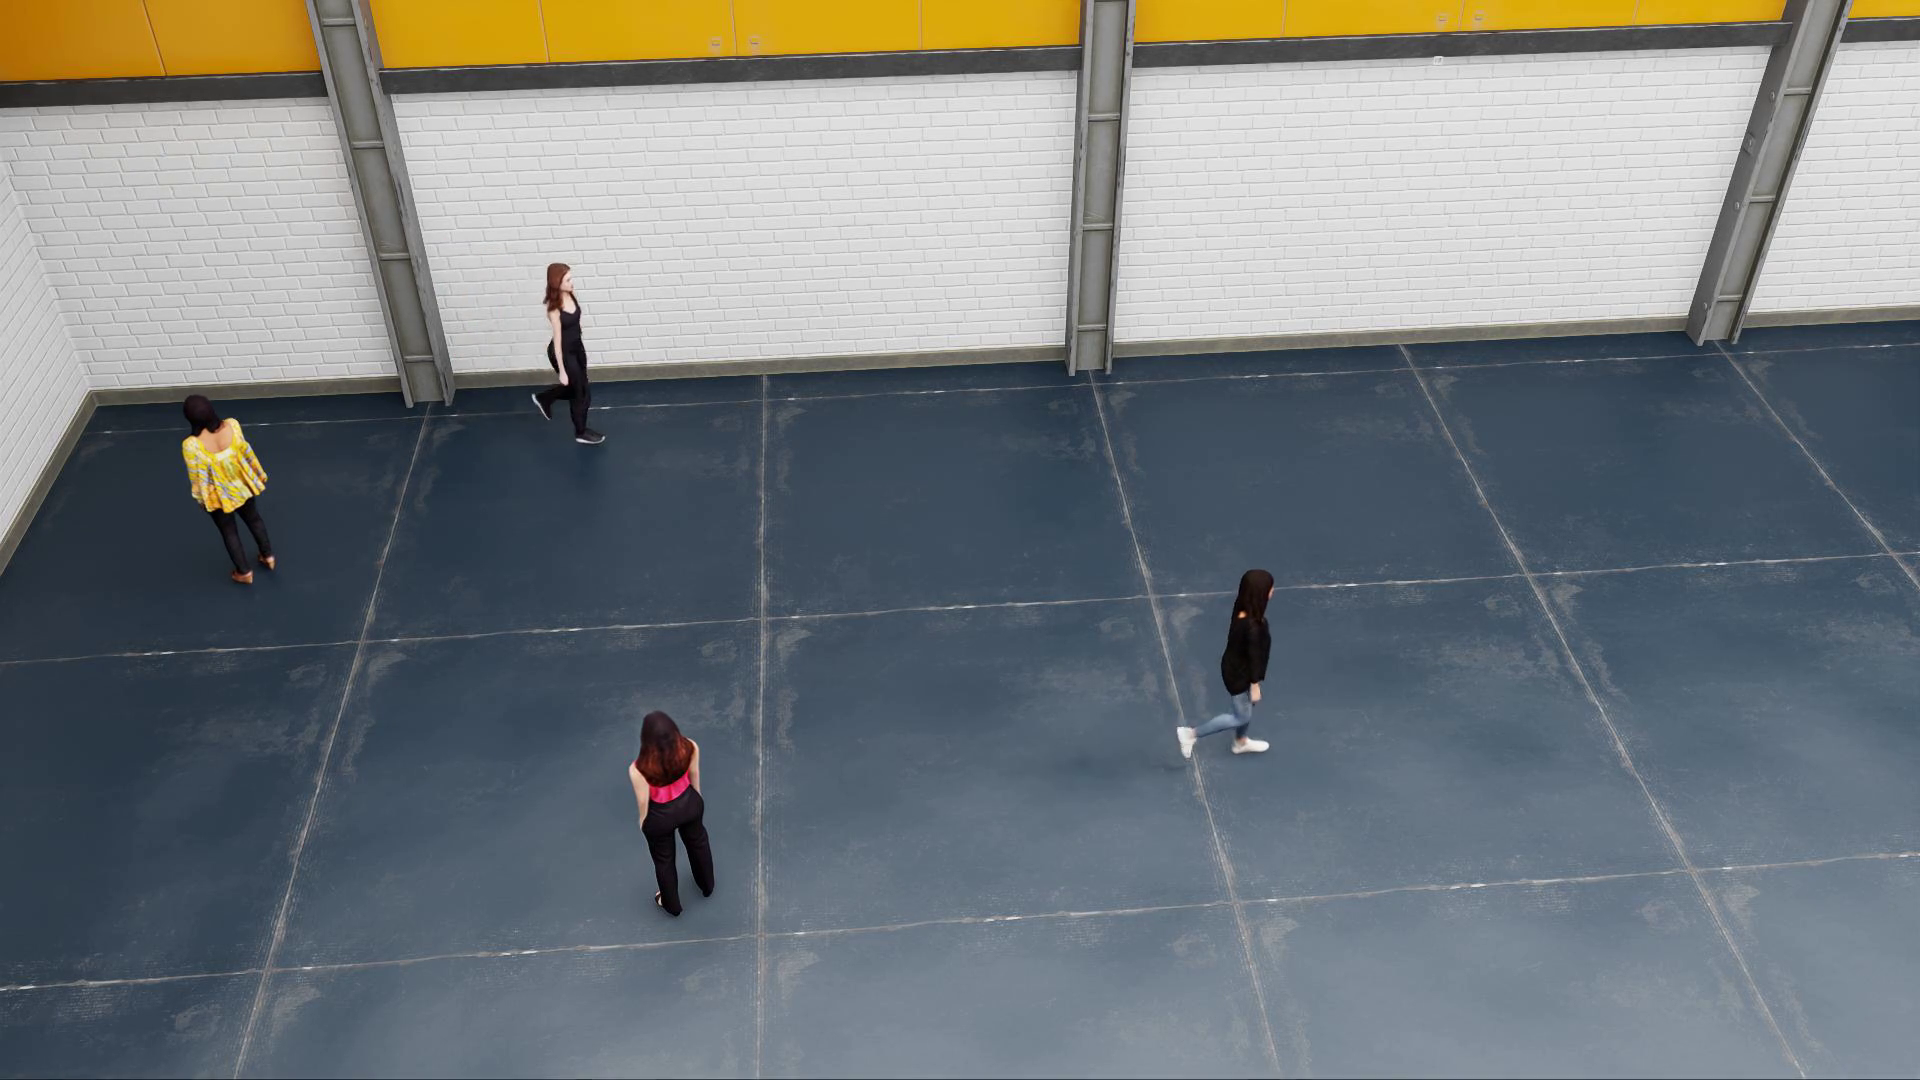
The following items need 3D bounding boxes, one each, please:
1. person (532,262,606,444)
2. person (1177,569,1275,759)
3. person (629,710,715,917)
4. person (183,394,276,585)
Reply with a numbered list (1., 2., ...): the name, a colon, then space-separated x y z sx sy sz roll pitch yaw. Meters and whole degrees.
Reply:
1. person: -3.389 -1.579 14.036 0.997 1.721 0.809 13 40 15
2. person: 1.808 0.873 11.039 0.903 1.630 0.606 -1 39 -2
3. person: -1.745 1.634 10.068 0.614 1.653 0.720 -24 44 -27
4. person: -5.545 -0.387 12.598 0.941 1.654 0.885 23 44 26
